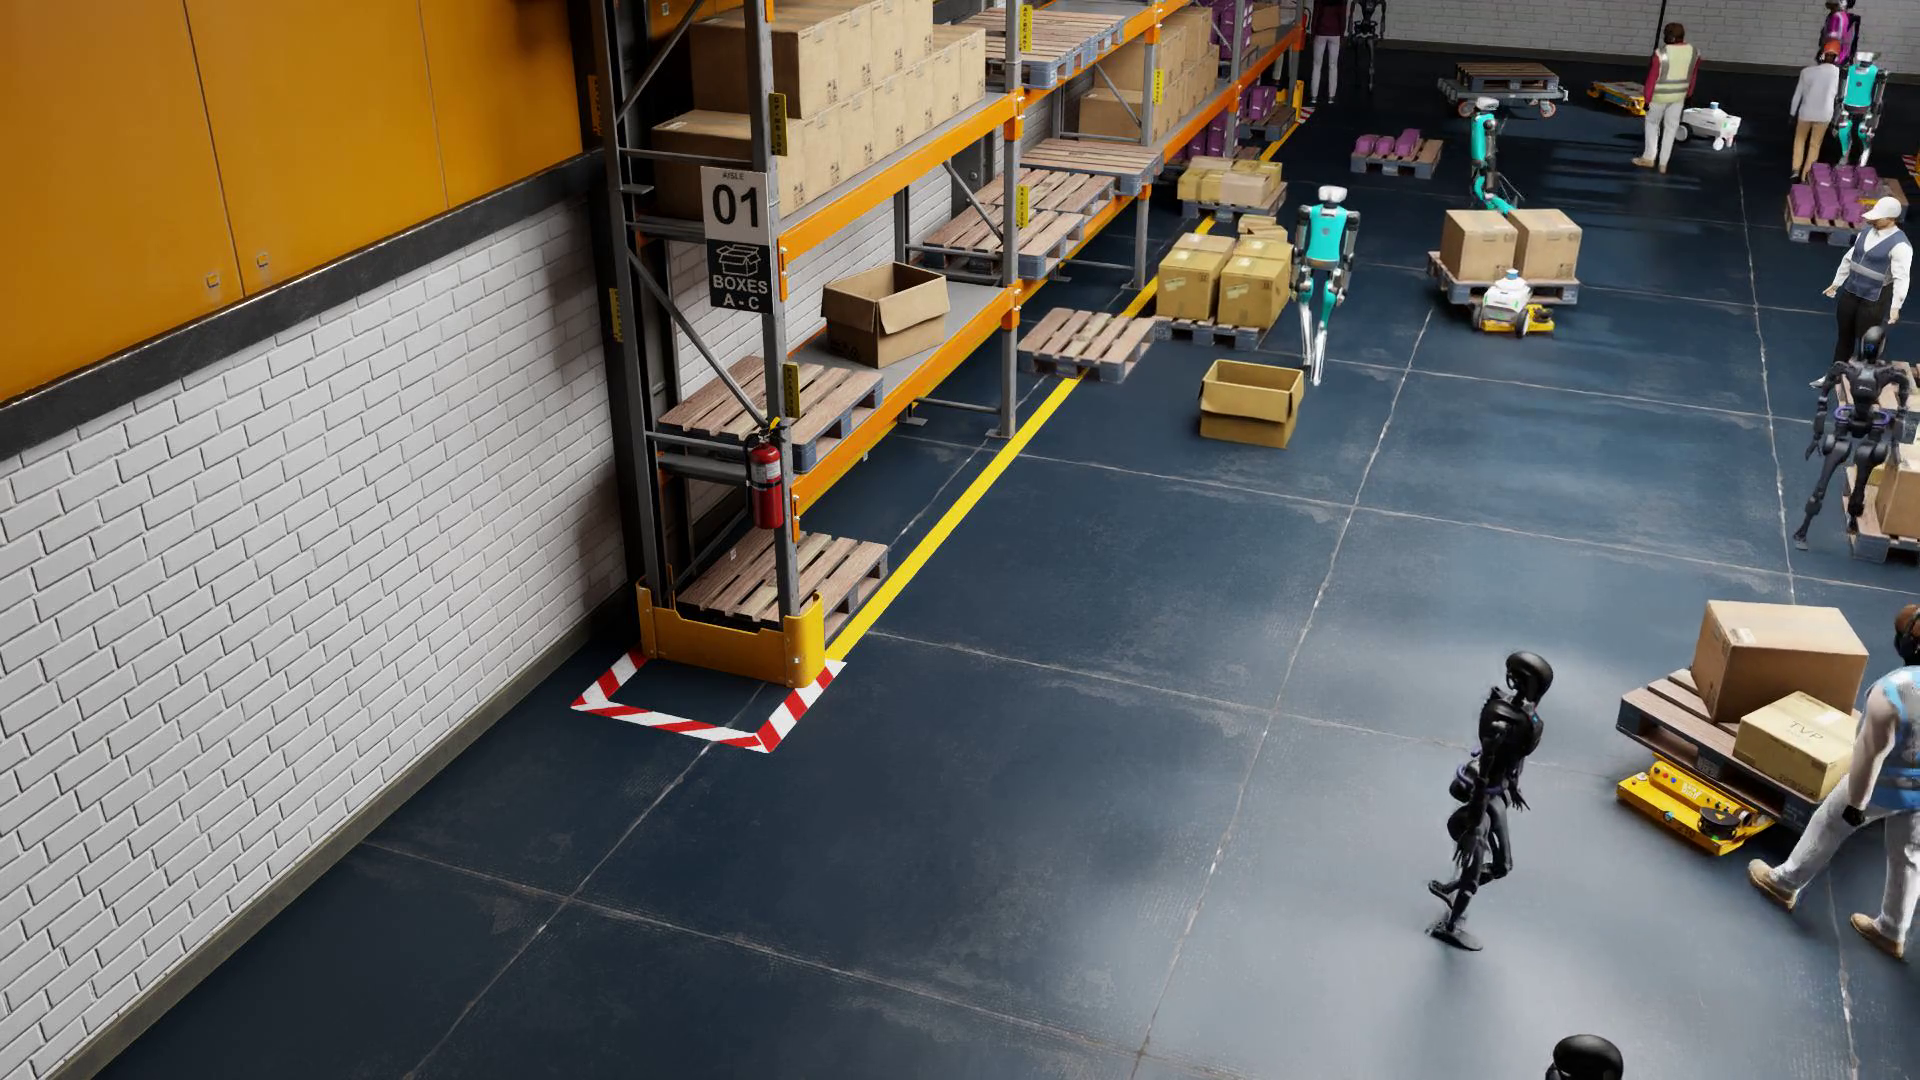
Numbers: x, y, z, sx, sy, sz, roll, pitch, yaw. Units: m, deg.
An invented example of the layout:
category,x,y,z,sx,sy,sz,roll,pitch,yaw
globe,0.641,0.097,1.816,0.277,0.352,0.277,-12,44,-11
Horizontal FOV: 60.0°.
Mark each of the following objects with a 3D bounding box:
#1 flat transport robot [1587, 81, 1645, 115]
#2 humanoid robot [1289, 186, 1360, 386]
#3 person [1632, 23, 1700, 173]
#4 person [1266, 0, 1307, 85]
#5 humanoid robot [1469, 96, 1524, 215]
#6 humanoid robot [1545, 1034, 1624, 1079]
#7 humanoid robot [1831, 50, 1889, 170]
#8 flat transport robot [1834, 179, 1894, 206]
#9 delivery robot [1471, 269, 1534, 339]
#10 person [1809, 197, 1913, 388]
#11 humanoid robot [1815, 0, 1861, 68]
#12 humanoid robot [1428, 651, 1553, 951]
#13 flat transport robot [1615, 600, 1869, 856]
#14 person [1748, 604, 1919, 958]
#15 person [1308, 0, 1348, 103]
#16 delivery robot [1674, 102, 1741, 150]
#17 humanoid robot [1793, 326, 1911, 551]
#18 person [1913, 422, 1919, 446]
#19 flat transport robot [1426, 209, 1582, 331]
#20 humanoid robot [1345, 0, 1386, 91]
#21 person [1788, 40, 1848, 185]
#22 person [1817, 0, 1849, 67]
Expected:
category,x,y,z,sx,sy,sz,roll,pitch,yaw
flat transport robot,9.825,-6.447,24.257,0.659,0.231,1.431,-5,28,-10
humanoid robot,3.163,-2.256,14.547,0.552,1.799,0.834,8,28,14
person,8.855,-5.544,20.815,0.722,1.816,0.551,-1,27,-3
person,4.954,-7.917,25.286,0.626,1.940,0.372,-8,28,-16
humanoid robot,5.665,-3.740,17.436,0.797,1.787,0.531,-1,27,-3
humanoid robot,2.029,2.323,5.704,0.325,1.654,0.601,3,27,5
humanoid robot,10.679,-4.957,19.755,0.551,1.761,0.799,23,35,38
flat transport robot,10.563,-4.013,19.534,0.659,0.231,1.431,10,29,19
delivery robot,5.211,-2.266,15.836,0.500,0.596,0.767,14,31,26
person,7.690,-2.055,14.115,0.449,1.753,0.762,-9,29,-17
humanoid robot,12.530,-6.967,23.748,0.663,1.639,0.600,-16,31,-28
humanoid robot,2.487,1.224,7.840,0.355,1.636,0.599,19,33,33
flat transport robot,4.398,1.288,9.251,1.431,0.231,0.659,-16,31,-28
person,4.377,1.087,7.971,0.638,1.800,0.824,-7,28,-14
person,5.347,-7.349,24.175,0.497,1.948,0.432,5,28,9
delivery robot,9.973,-5.525,22.174,0.524,0.612,0.784,-15,31,-27
humanoid robot,6.272,-0.701,11.619,0.612,1.649,0.541,17,32,29
person,7.703,-1.337,12.723,0.562,1.751,0.329,6,28,11
flat transport robot,5.291,-2.377,16.361,0.659,0.231,1.431,0,27,0
humanoid robot,6.088,-7.560,24.897,0.602,1.635,0.649,2,27,3
person,10.408,-5.187,20.209,0.588,1.731,0.418,13,30,23
person,12.064,-6.663,22.982,0.568,1.827,0.531,-25,36,-39
